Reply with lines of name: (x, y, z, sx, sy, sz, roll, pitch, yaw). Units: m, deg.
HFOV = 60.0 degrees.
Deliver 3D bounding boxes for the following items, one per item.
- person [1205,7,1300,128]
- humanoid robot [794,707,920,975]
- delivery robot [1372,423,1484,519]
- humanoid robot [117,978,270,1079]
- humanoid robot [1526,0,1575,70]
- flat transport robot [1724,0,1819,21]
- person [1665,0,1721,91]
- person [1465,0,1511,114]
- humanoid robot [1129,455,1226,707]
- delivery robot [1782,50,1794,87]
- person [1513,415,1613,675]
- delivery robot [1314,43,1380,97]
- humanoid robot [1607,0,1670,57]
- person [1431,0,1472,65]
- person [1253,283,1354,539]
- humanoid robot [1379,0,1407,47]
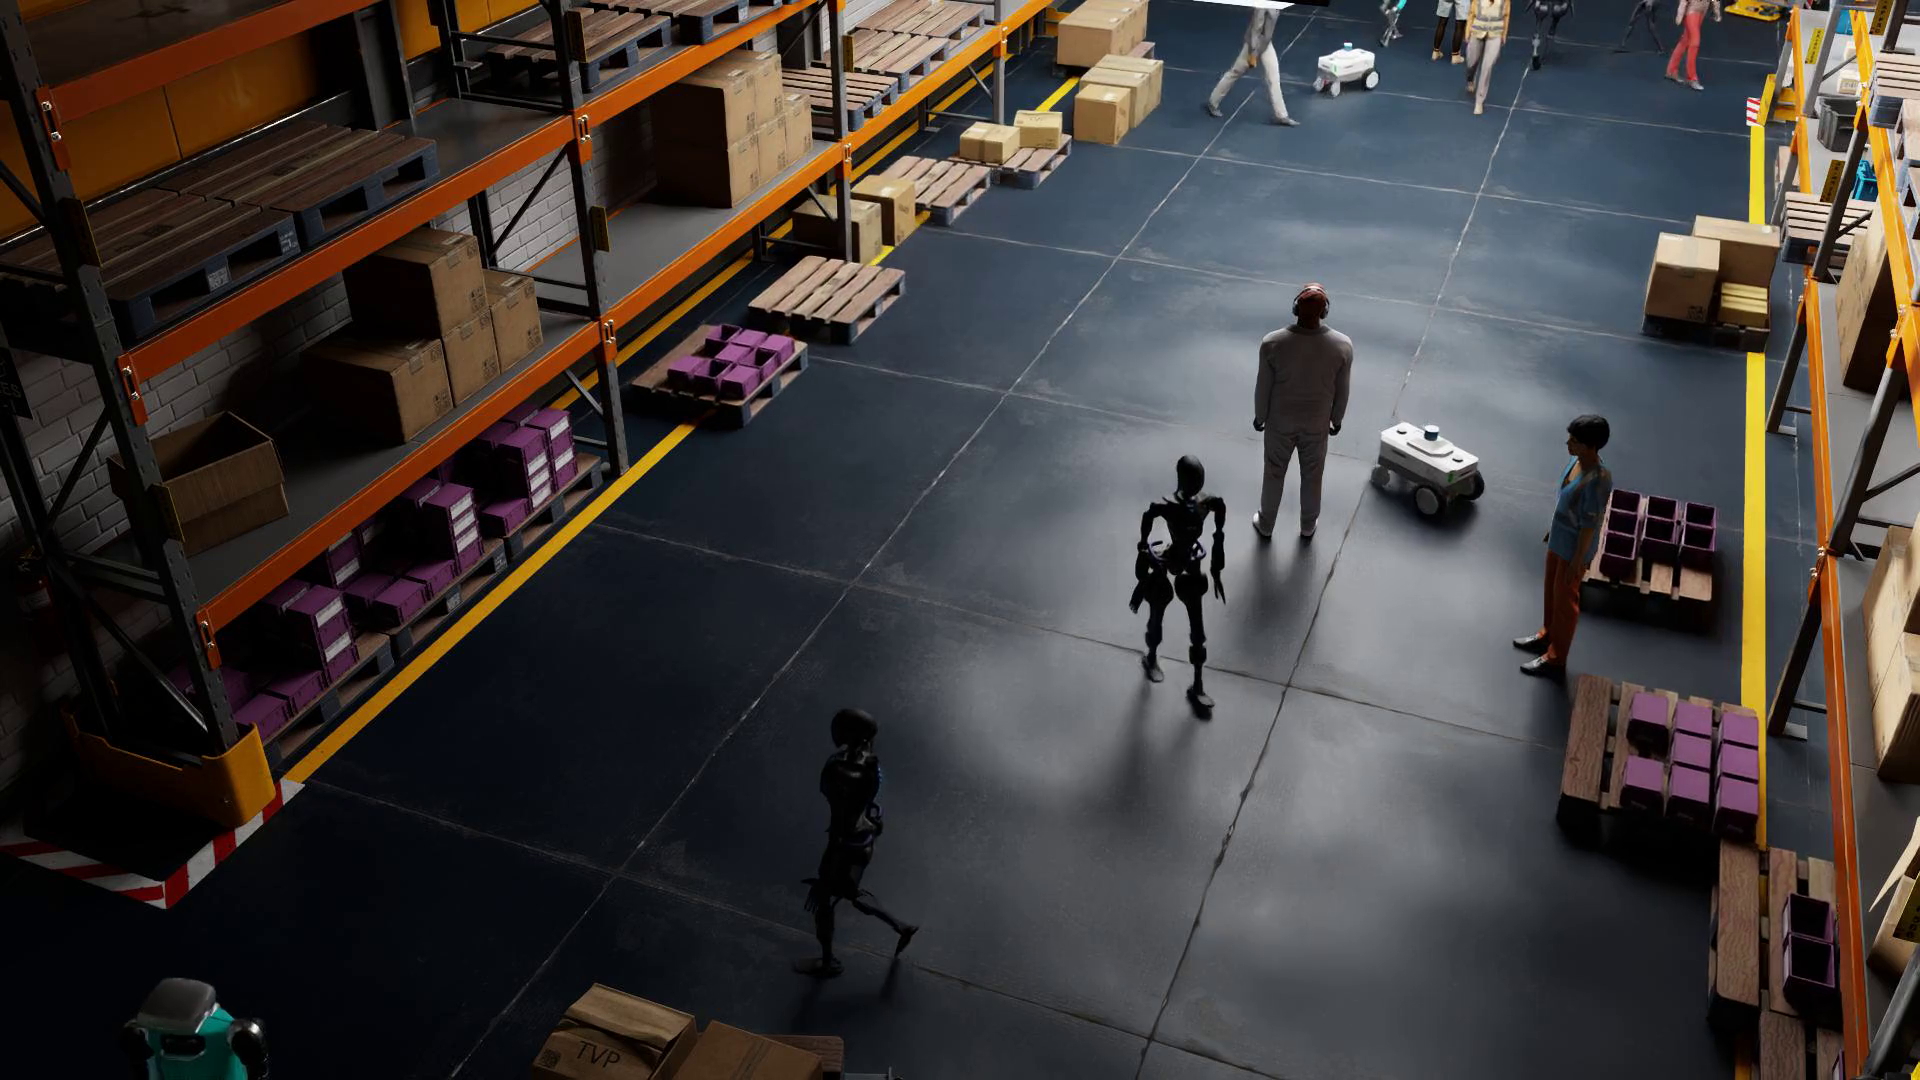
person: (3.362, -5.641, 18.917, 1.147, 1.805, 0.555, 21, 38, 29)
humanoid robot: (-0.523, 1.489, 8.011, 0.609, 1.638, 0.602, 7, 34, 11)
delivery robot: (3.421, -0.558, 12.180, 0.499, 0.582, 0.773, -22, 39, -30)
humanoid robot: (-2.873, 2.569, 6.359, 0.542, 1.878, 0.763, 1, 33, 1)
humanoid robot: (7.363, -6.696, 20.673, 0.590, 1.619, 0.631, 12, 35, 17)
flat transport robot: (11.358, -7.517, 23.226, 1.431, 0.231, 0.659, -25, 40, -33)
person: (8.953, -6.318, 20.009, 0.534, 1.742, 0.718, -22, 39, -31)
person: (6.140, -5.922, 19.388, 0.473, 1.754, 0.670, 9, 34, 14)
humanoid robot: (1.320, 0.238, 9.941, 0.591, 1.634, 0.646, -8, 34, -13)
delivery robot: (10.448, -5.767, 20.268, 0.814, 0.610, 0.499, 16, 36, 23)
person: (3.718, 0.027, 10.178, 0.335, 1.759, 0.495, 1, 33, 2)
delivery robot: (4.687, -5.730, 20.184, 0.773, 0.582, 0.499, -20, 38, -28)
humanoid robot: (8.769, -6.961, 21.122, 0.756, 1.635, 0.609, 3, 33, 4)
person: (6.241, -6.839, 20.868, 0.535, 1.693, 0.320, 25, 40, 33)
person: (2.325, -0.869, 11.429, 0.642, 1.908, 0.414, 2, 33, 3)
humanoid robot: (5.691, -7.274, 21.578, 0.830, 1.865, 0.547, -26, 41, -34)
